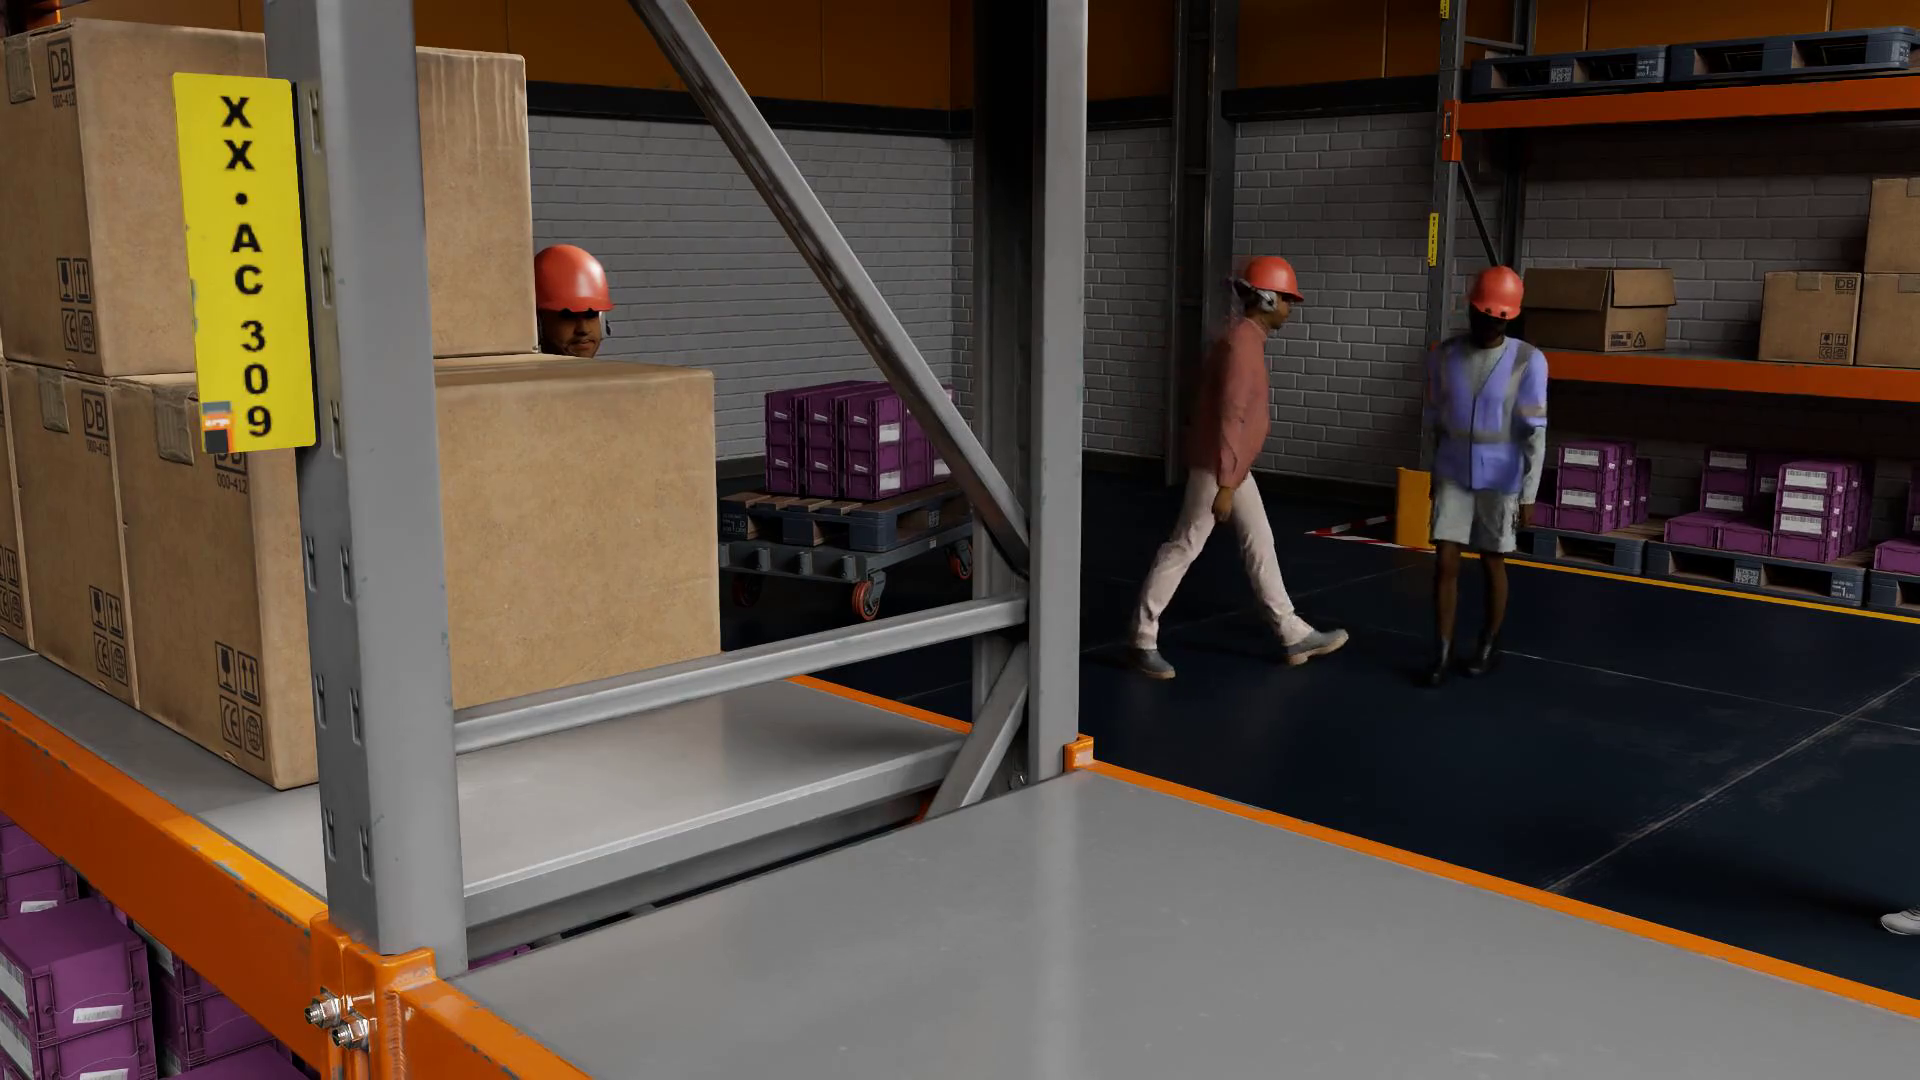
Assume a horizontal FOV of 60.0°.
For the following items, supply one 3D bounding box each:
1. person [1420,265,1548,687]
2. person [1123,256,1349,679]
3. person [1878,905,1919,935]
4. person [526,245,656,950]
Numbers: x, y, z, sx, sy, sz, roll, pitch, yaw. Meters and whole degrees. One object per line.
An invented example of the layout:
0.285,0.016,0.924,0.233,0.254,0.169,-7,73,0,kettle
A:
2.320,-0.268,7.406,0.560,1.885,0.772,7,12,32,person
1.270,-0.324,7.622,1.071,1.909,0.704,3,11,14,person
2.926,0.241,4.556,0.392,1.922,0.592,-2,11,-12,person
-1.076,0.187,4.648,0.612,1.995,0.377,-10,14,-43,person
